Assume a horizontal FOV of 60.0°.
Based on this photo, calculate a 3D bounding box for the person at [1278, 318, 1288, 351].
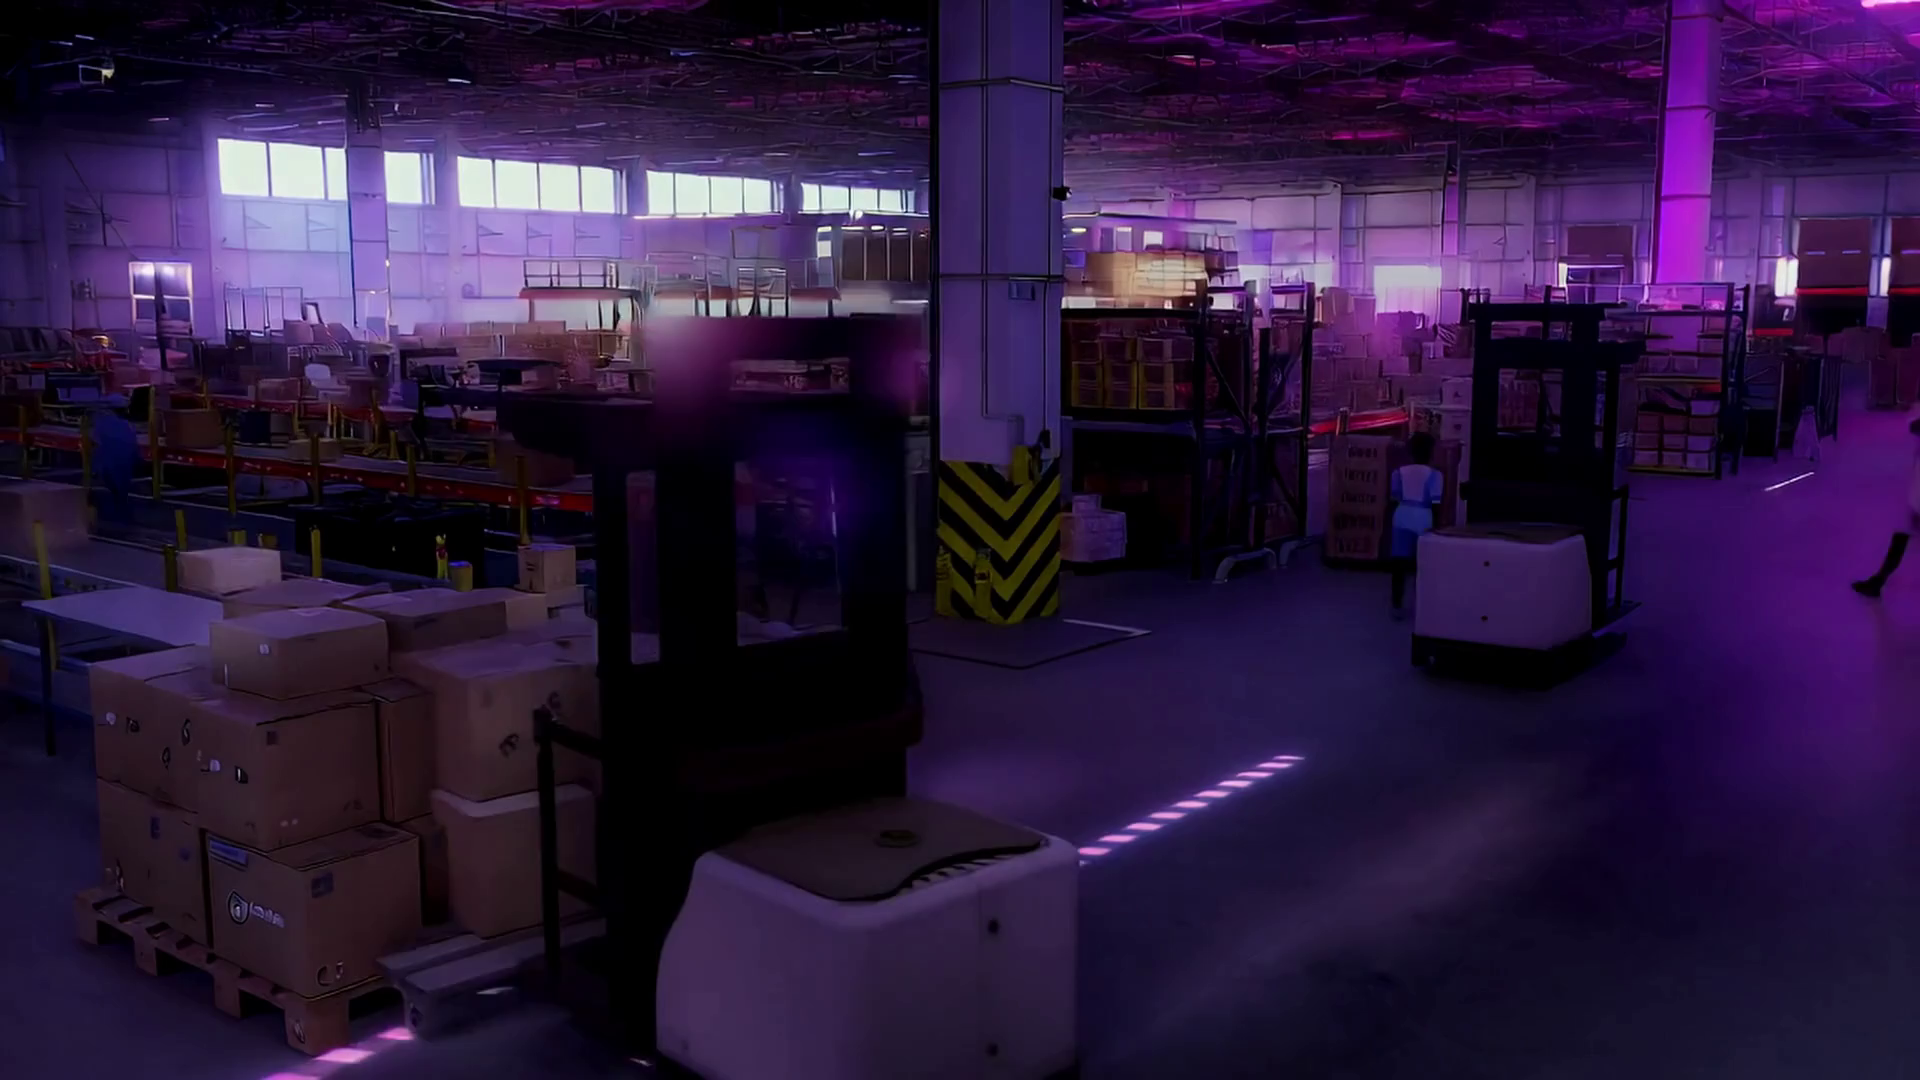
[{"bbox_3d":[15.393,-9.801,79.097,0.614,1.946,0.389,-3,9,-19],"label":"person"}]

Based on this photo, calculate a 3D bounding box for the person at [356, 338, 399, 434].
[{"bbox_3d":[-11.963,-3.158,34.199,1.055,1.982,0.616,5,10,28],"label":"person"}]

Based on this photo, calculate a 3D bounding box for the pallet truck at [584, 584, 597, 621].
[{"bbox_3d":[-1.426,0.805,10.019,1.601,1.201,0.680,-4,9,-26],"label":"pallet truck"}]

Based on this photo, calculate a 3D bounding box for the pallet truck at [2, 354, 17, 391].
[{"bbox_3d":[-24.881,-4.417,42.634,1.885,1.965,0.823,8,11,41],"label":"pallet truck"}]

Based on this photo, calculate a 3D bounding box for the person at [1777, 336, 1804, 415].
[{"bbox_3d":[19.697,-3.867,39.242,0.637,1.912,0.507,-8,12,-44],"label":"person"}]

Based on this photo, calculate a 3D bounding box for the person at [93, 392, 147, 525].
[{"bbox_3d":[-9.791,-0.857,19.480,0.750,1.738,0.554,4,9,27],"label":"person"}]

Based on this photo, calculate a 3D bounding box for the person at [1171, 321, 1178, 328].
[{"bbox_3d":[7.431,-6.586,57.460,0.623,1.930,0.857,-2,9,-15],"label":"person"}]

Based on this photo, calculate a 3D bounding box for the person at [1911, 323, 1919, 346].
[{"bbox_3d":[34.272,-6.841,59.524,0.430,1.839,0.619,3,9,17],"label":"person"}]

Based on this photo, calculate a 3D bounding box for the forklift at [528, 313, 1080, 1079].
[{"bbox_3d":[-0.576,0.614,5.762,1.129,2.768,1.873,-8,12,-43],"label":"forklift"}]

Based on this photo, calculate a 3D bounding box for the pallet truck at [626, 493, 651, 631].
[{"bbox_3d":[-3.115,0.344,12.883,0.653,1.274,1.630,7,11,37],"label":"pallet truck"}]

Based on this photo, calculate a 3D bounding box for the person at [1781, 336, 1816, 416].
[{"bbox_3d":[19.391,-3.741,38.361,0.760,1.915,0.554,5,10,32],"label":"person"}]

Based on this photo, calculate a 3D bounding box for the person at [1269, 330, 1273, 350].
[{"bbox_3d":[13.323,-8.665,72.193,0.486,1.730,0.384,2,9,13],"label":"person"}]

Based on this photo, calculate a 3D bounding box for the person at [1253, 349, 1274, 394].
[{"bbox_3d":[5.895,-2.863,32.757,0.614,1.818,0.411,8,11,43],"label":"person"}]

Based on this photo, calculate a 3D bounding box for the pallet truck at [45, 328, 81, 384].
[{"bbox_3d":[-23.775,-4.544,43.495,1.885,1.965,0.823,6,10,35],"label":"pallet truck"}]

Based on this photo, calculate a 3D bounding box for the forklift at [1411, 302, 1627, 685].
[{"bbox_3d":[4.379,-0.438,12.852,1.129,2.768,1.873,7,11,37],"label":"forklift"}]

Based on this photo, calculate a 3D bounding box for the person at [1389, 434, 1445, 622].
[{"bbox_3d":[4.093,-0.119,14.803,0.544,1.643,0.871,7,11,39],"label":"person"}]

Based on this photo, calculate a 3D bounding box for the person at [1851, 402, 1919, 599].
[{"bbox_3d":[8.945,-0.342,15.542,1.009,1.877,0.557,-1,8,-6],"label":"person"}]
